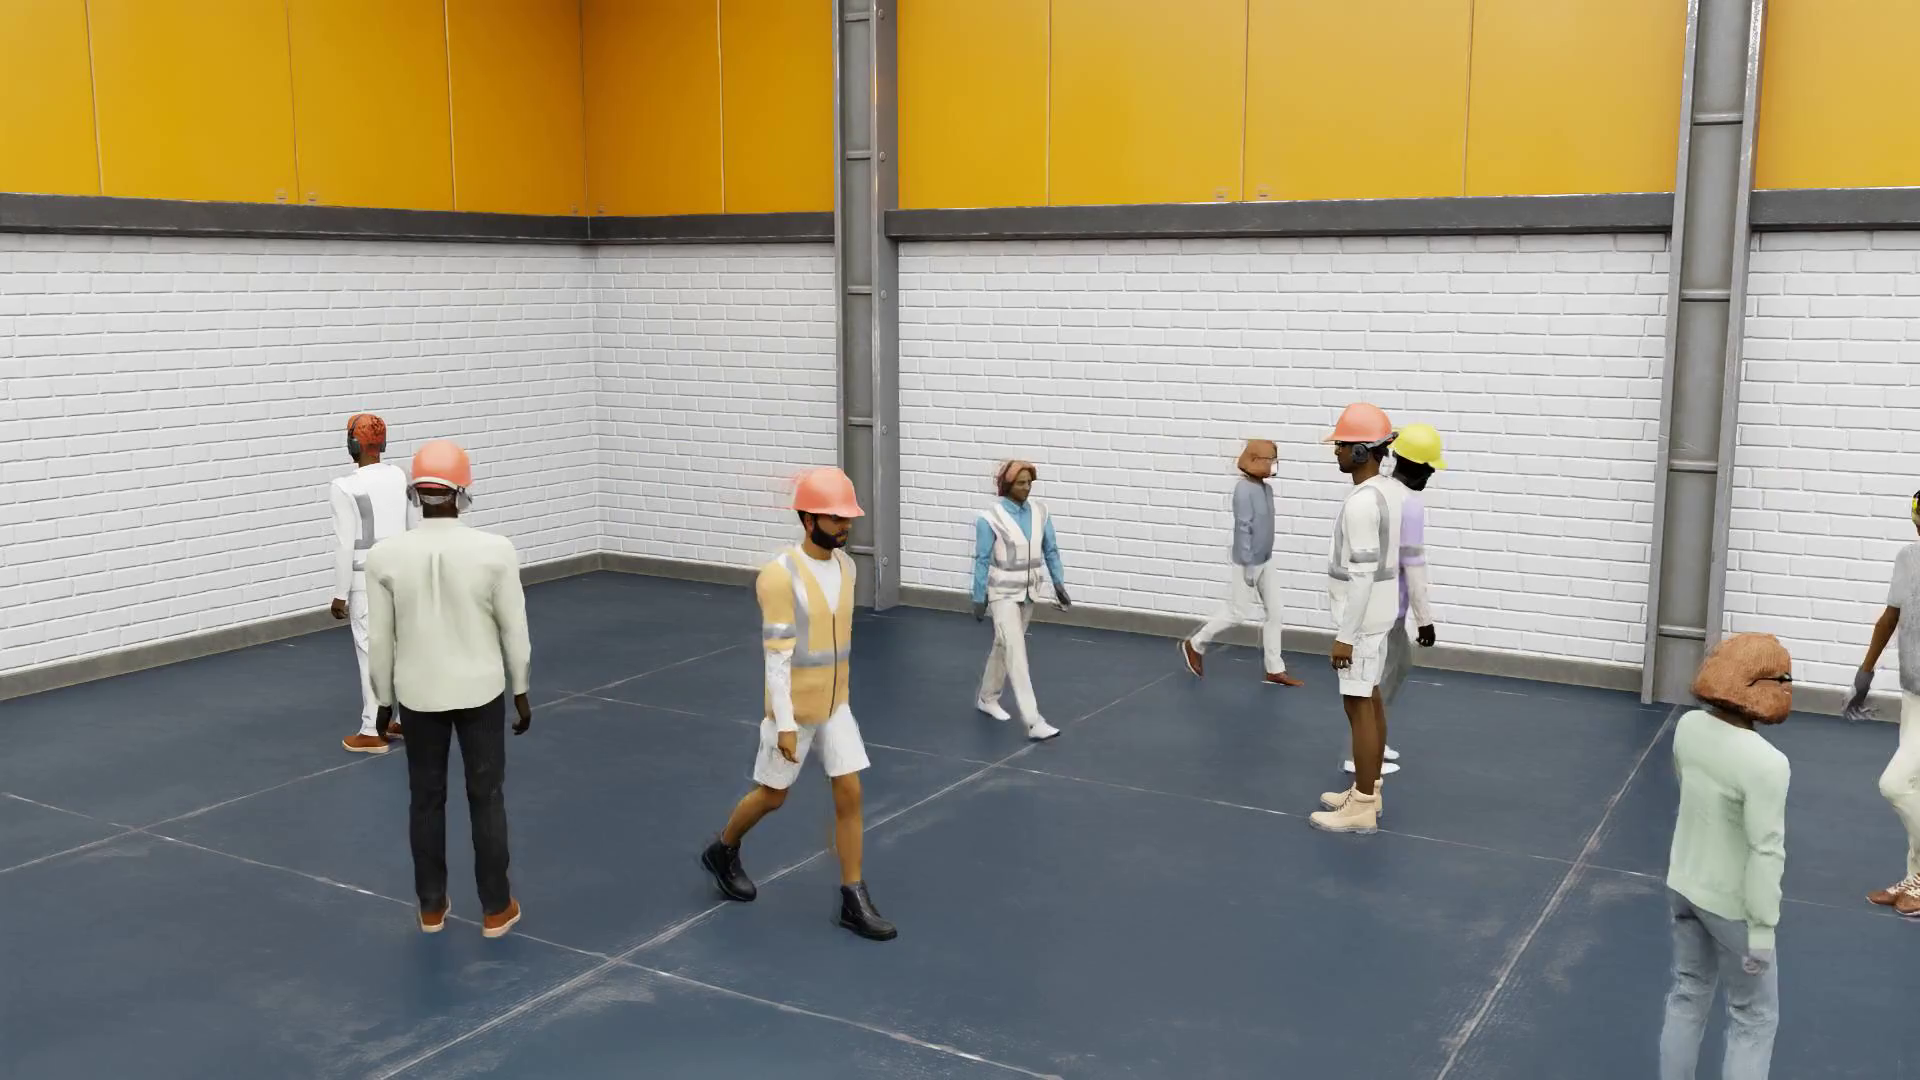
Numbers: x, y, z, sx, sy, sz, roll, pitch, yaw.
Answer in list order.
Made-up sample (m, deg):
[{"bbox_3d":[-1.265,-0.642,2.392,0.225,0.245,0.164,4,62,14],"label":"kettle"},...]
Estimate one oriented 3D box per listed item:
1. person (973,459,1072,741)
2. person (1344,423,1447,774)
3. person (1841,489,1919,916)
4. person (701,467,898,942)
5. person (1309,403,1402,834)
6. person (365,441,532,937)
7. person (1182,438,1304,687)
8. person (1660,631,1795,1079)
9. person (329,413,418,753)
[{"bbox_3d":[0.335,0.328,9.580,0.528,1.590,0.878,-8,12,-40],"label":"person"},{"bbox_3d":[2.266,0.324,8.707,0.523,1.883,0.619,-1,9,-5],"label":"person"},{"bbox_3d":[3.941,0.642,6.820,0.448,1.845,0.557,-1,9,-3],"label":"person"},{"bbox_3d":[-0.672,0.628,6.754,0.941,1.903,0.537,8,12,40],"label":"person"},{"bbox_3d":[1.885,0.371,7.900,0.373,2.044,0.606,4,10,23],"label":"person"},{"bbox_3d":[-2.031,0.607,6.680,0.622,1.992,0.514,-1,9,-8],"label":"person"},{"bbox_3d":[1.838,0.136,10.718,0.731,1.606,0.501,7,11,36],"label":"person"},{"bbox_3d":[2.262,1.061,4.880,0.339,1.630,0.517,-2,9,-10],"label":"person"},{"bbox_3d":[-3.243,0.238,9.231,0.355,1.882,0.576,5,10,28],"label":"person"}]
